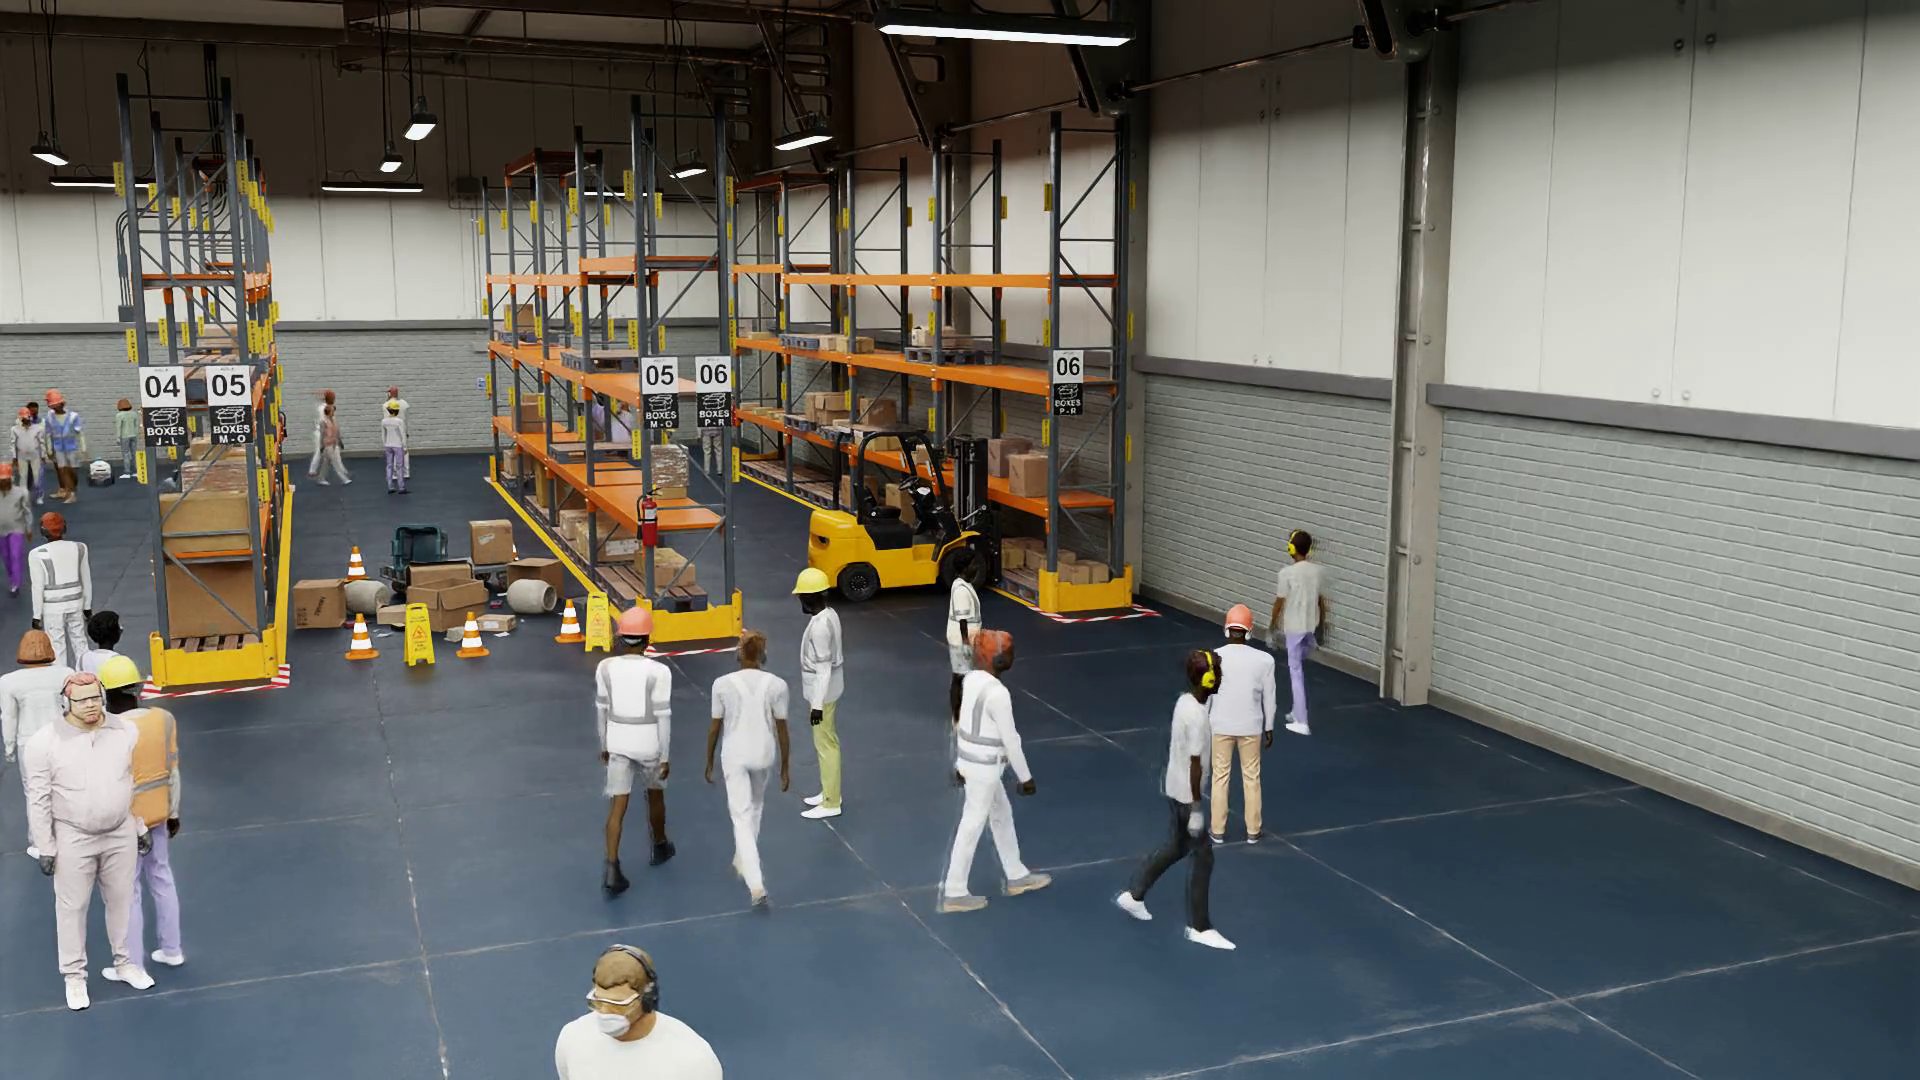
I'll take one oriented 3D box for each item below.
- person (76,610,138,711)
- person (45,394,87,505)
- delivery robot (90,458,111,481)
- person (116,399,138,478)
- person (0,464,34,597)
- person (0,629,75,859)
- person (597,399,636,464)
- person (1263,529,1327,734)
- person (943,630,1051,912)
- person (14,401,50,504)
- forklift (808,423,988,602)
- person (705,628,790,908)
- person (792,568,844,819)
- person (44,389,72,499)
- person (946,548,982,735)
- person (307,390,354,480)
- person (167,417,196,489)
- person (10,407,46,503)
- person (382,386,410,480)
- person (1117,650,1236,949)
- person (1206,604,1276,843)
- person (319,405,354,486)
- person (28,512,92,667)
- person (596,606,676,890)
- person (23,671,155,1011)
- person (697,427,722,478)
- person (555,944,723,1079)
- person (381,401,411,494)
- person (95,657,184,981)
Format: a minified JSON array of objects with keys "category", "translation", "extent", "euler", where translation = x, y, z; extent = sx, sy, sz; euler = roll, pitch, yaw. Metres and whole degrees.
[{"category":"person","translation":[-6.208,1.354,12.195],"extent":[0.535,1.700,0.318],"euler":[4,10,22]},{"category":"person","translation":[-16.202,-1.652,30.200],"extent":[0.694,1.996,0.696],"euler":[-2,9,-13]},{"category":"delivery robot","translation":[-16.888,-1.373,32.658],"extent":[0.477,0.478,0.707],"euler":[-5,10,-29]},{"category":"person","translation":[-17.020,-2.073,34.004],"extent":[0.283,1.628,0.507],"euler":[4,10,21]},{"category":"person","translation":[-12.366,-0.140,21.606],"extent":[0.558,1.706,0.915],"euler":[-2,9,-14]},{"category":"person","translation":[-6.519,1.445,11.828],"extent":[0.502,1.632,0.279],"euler":[-6,11,-31]},{"category":"person","translation":[-6.146,-1.655,30.061],"extent":[0.700,2.000,0.811],"euler":[-5,11,-31]},{"category":"person","translation":[3.007,0.820,15.112],"extent":[0.513,1.850,0.646],"euler":[-5,10,-30]},{"category":"person","translation":[0.271,1.493,10.840],"extent":[0.884,1.844,0.571],"euler":[-2,9,-15]},{"category":"person","translation":[-16.923,-1.620,30.398],"extent":[0.617,1.879,0.862],"euler":[-5,10,-28]},{"category":"forklift","translation":[-0.830,-0.399,21.676],"extent":[2.313,2.155,1.214],"euler":[-4,10,-21]},{"category":"person","translation":[-1.393,1.493,11.045],"extent":[0.548,1.794,0.959],"euler":[-3,10,-19]},{"category":"person","translation":[-1.082,1.163,12.694],"extent":[0.385,1.922,0.594],"euler":[0,9,0]},{"category":"person","translation":[-16.774,-1.784,30.919],"extent":[0.394,2.036,0.601],"euler":[0,9,1]},{"category":"person","translation":[0.037,0.908,15.005],"extent":[0.320,1.698,0.531],"euler":[0,9,-2]},{"category":"person","translation":[-12.748,-2.111,33.545],"extent":[0.985,1.832,0.609],"euler":[0,9,1]},{"category":"person","translation":[-14.901,-1.848,31.940],"extent":[0.569,1.840,0.700],"euler":[6,11,35]},{"category":"person","translation":[-16.904,-1.531,30.182],"extent":[0.563,1.752,0.329],"euler":[-4,10,-26]},{"category":"person","translation":[-11.452,-2.166,33.709],"extent":[0.402,1.904,0.652],"euler":[5,10,28]},{"category":"person","translation":[1.353,1.584,10.352],"extent":[0.733,1.845,0.587],"euler":[2,9,9]},{"category":"person","translation":[2.014,1.336,12.137],"extent":[0.570,1.749,0.342],"euler":[1,9,7]},{"category":"person","translation":[-12.308,-1.848,32.694],"extent":[0.852,1.590,0.530],"euler":[1,9,4]},{"category":"person","translation":[-8.615,0.664,15.956],"extent":[0.338,1.882,0.583],"euler":[5,10,30]},{"category":"person","translation":[-2.226,1.396,11.334],"extent":[0.560,1.898,0.978],"euler":[1,9,8]},{"category":"person","translation":[-4.925,1.683,9.473],"extent":[0.409,1.909,0.643],"euler":[8,12,40]},{"category":"person","translation":[-5.089,-2.172,34.002],"extent":[0.589,1.822,0.403],"euler":[-3,10,-21]},{"category":"person","translation":[-1.088,2.279,5.650],"extent":[0.628,1.933,0.368],"euler":[4,10,22]},{"category":"person","translation":[-10.709,-1.753,31.545],"extent":[0.522,1.769,0.311],"euler":[3,10,19]},{"category":"person","translation":[-4.869,1.629,9.782],"extent":[0.395,1.920,0.592],"euler":[4,10,23]}]
